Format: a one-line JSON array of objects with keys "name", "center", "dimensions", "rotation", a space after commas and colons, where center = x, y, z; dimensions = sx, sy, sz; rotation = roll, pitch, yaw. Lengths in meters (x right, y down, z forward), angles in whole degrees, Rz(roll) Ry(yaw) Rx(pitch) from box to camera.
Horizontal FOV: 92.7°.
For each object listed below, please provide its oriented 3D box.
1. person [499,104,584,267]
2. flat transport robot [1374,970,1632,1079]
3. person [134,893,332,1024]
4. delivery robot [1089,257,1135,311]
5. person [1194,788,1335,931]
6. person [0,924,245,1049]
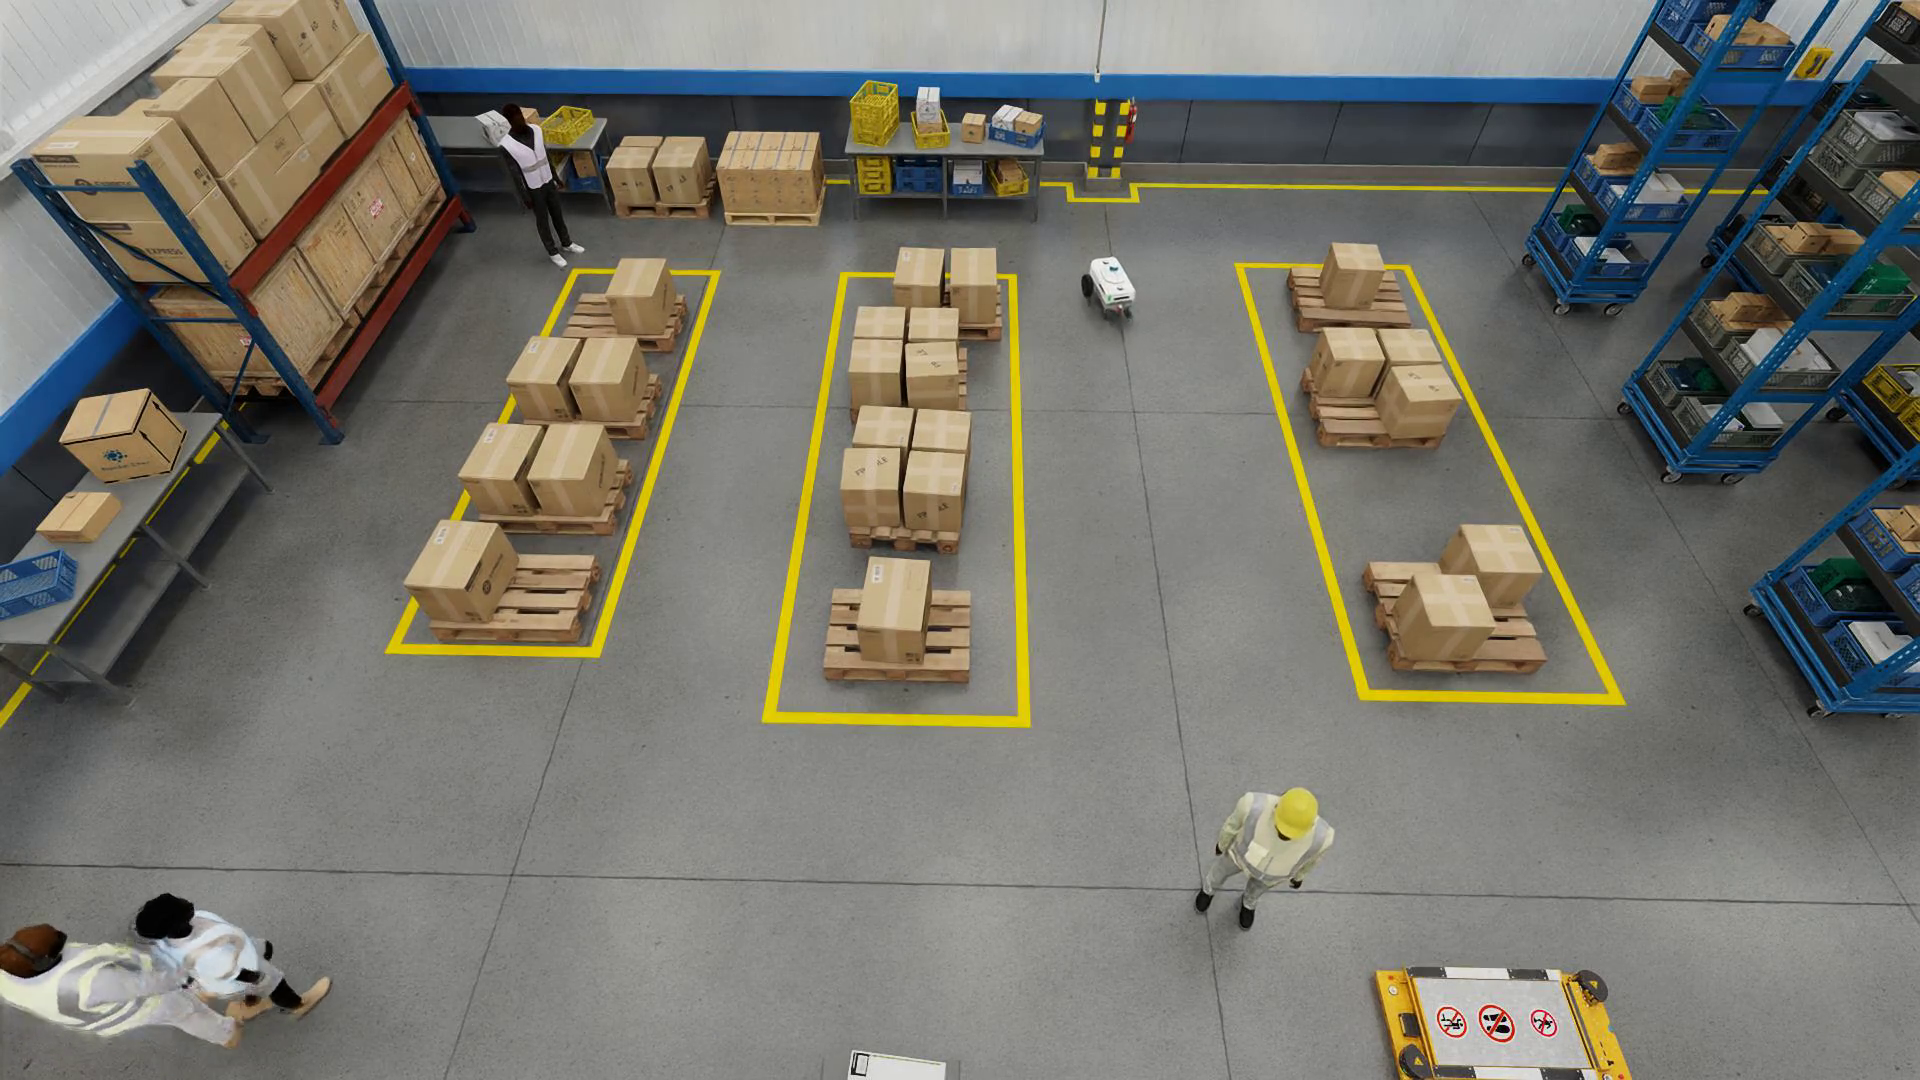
[{"name": "person", "center": [-4.981, -4.201, 10.838], "dimensions": [0.377, 1.917, 0.600], "rotation": [21, 54, 16]}, {"name": "flat transport robot", "center": [3.501, 3.133, 5.914], "dimensions": [1.431, 0.197, 0.652], "rotation": [1, 51, 1]}, {"name": "person", "center": [-4.374, 2.542, 5.482], "dimensions": [0.567, 1.686, 0.391], "rotation": [24, 55, 18]}, {"name": "delivery robot", "center": [1.769, -2.996, 10.670], "dimensions": [0.477, 0.478, 0.707], "rotation": [-10, 52, -8]}, {"name": "person", "center": [1.922, 2.020, 5.820], "dimensions": [0.591, 1.834, 0.404], "rotation": [20, 53, 15]}, {"name": "person", "center": [-4.868, 2.630, 5.335], "dimensions": [0.666, 1.819, 0.451], "rotation": [8, 51, 7]}]
